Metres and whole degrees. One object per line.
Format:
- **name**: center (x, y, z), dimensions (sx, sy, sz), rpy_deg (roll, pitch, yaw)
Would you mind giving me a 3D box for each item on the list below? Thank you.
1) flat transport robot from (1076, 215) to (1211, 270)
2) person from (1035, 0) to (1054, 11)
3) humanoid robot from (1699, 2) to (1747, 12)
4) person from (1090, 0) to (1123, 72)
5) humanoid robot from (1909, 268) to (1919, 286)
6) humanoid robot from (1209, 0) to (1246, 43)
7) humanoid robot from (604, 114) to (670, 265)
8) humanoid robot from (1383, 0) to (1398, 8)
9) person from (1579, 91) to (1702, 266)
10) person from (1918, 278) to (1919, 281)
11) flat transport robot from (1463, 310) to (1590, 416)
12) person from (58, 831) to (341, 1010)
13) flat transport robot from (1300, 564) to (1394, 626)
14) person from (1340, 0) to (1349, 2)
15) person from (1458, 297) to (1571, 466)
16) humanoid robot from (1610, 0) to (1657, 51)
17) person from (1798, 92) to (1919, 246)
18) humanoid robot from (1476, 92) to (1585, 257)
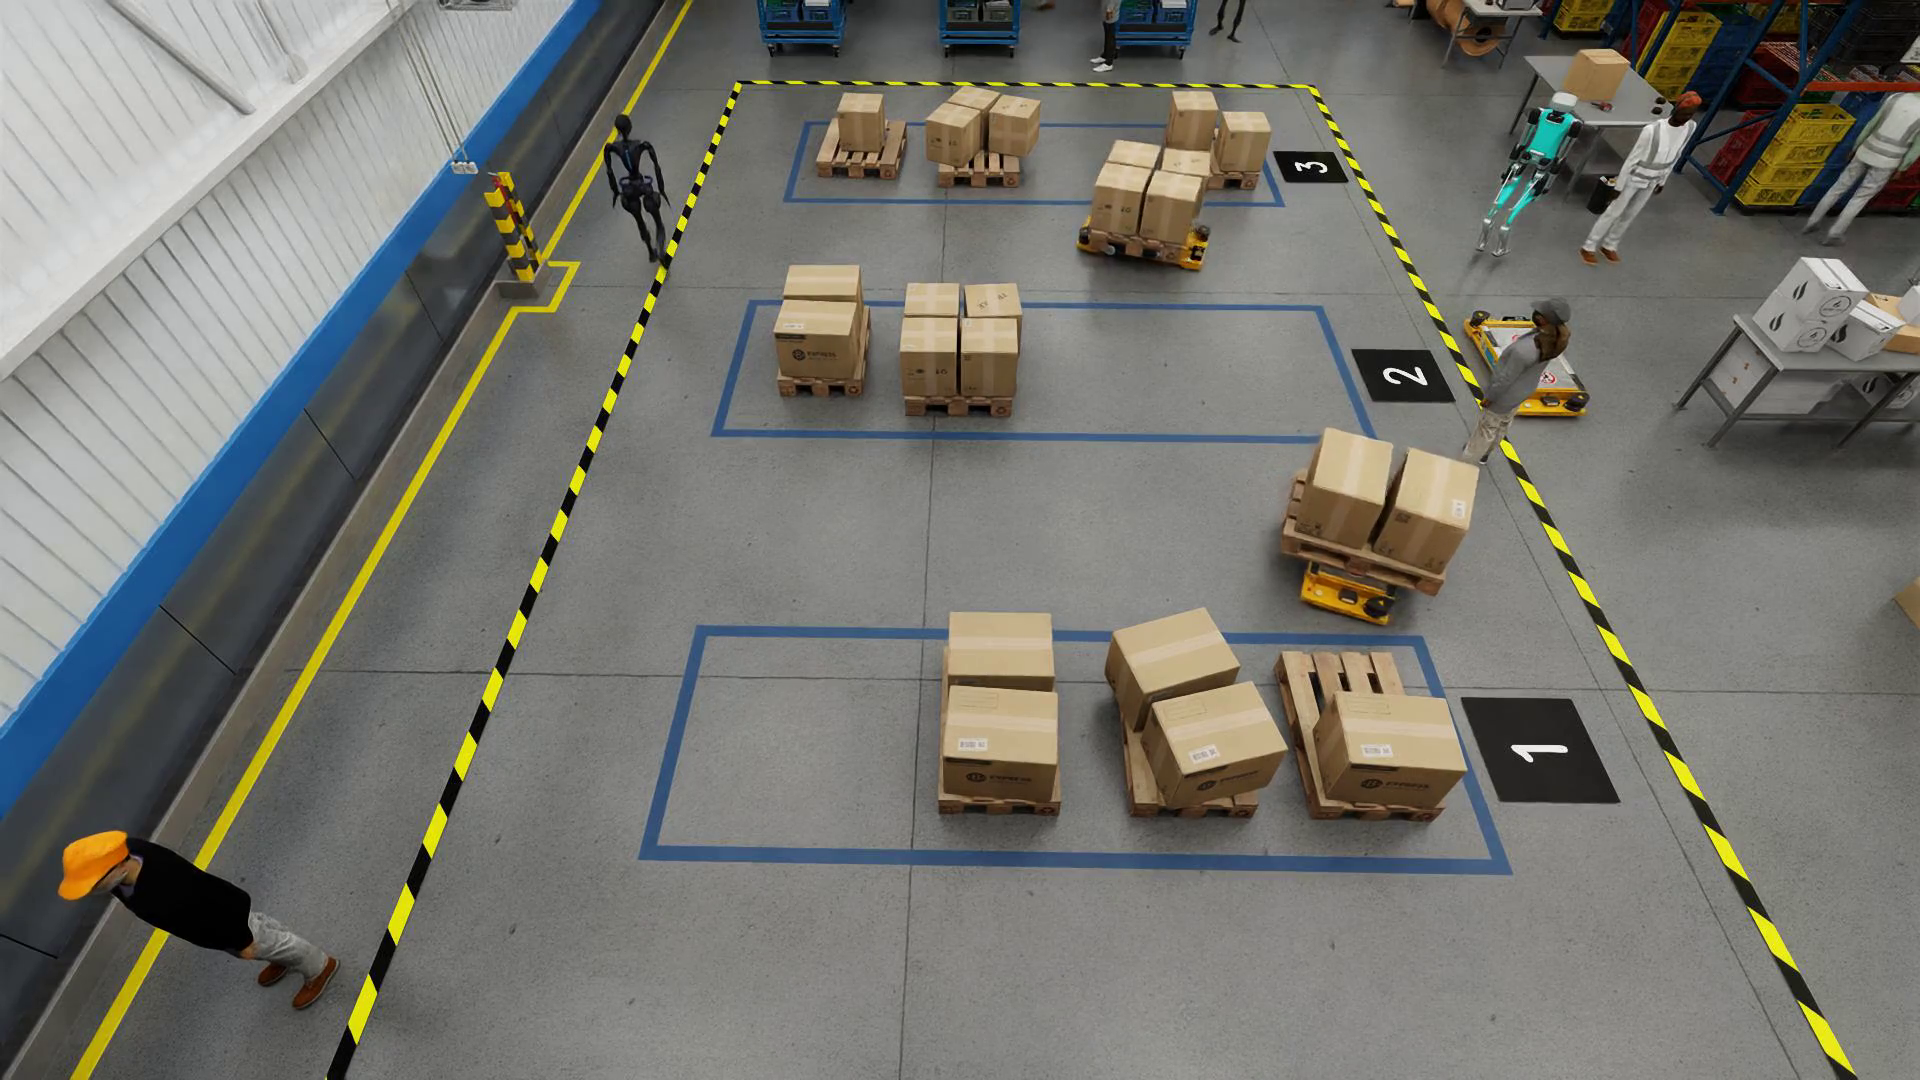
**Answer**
- **flat transport robot**: center (2.114, -3.481, 10.528), dimensions (1.431, 0.197, 0.652), rpy_deg (14, 51, 12)
- **person**: center (1.058, -9.413, 14.608), dimensions (1.003, 1.895, 0.645), rpy_deg (-9, 50, -8)
- **humanoid robot**: center (11.427, -8.117, 13.618), dimensions (0.599, 1.657, 0.315), rpy_deg (25, 54, 20)
- **person**: center (2.152, -7.768, 13.209), dimensions (0.375, 1.853, 0.589), rpy_deg (0, 49, 0)
- **humanoid robot**: center (10.561, -3.358, 9.404), dimensions (0.531, 1.690, 0.742), rpy_deg (4, 49, 4)
- **humanoid robot**: center (4.270, -8.529, 13.989), dimensions (0.612, 1.644, 0.484), rpy_deg (9, 50, 8)
- **humanoid robot**: center (-3.452, -3.677, 9.792), dimensions (0.602, 1.645, 0.531), rpy_deg (-8, 50, -7)
- **humanoid robot**: center (7.530, -9.523, 14.869), dimensions (0.750, 1.627, 0.602), rpy_deg (-1, 49, -1)
- **person**: center (7.265, -3.827, 9.784), dimensions (0.580, 1.879, 0.360), rpy_deg (-7, 50, -6)
- **person**: center (9.329, -2.427, 8.462), dimensions (0.370, 2.042, 0.613), rpy_deg (-32, 56, -25)
- **flat transport robot**: center (5.573, -1.757, 9.054), dimensions (0.659, 0.231, 1.431), rpy_deg (1, 49, 1)
- **person**: center (-3.897, 1.974, 4.756), dimensions (0.590, 1.883, 0.367), rpy_deg (21, 52, 18)
- **flat transport robot**: center (3.251, 0.018, 7.499), dimensions (0.652, 0.197, 1.431), rpy_deg (18, 51, 15)
- **person**: center (6.627, -9.965, 15.036), dimensions (0.361, 1.963, 0.612), rpy_deg (35, 58, 26)
- **person**: center (4.581, -1.244, 7.619), dimensions (0.562, 1.766, 0.400), rpy_deg (-29, 55, -23)
- **humanoid robot**: center (10.394, -8.132, 13.664), dimensions (0.736, 1.630, 0.621), rpy_deg (14, 51, 12)
- **person**: center (10.103, -4.198, 10.057), dimensions (0.404, 1.945, 0.613), rpy_deg (-16, 51, -13)
- **humanoid robot**: center (5.967, -3.809, 9.772), dimensions (0.735, 1.675, 0.533), rpy_deg (-35, 58, -26)
